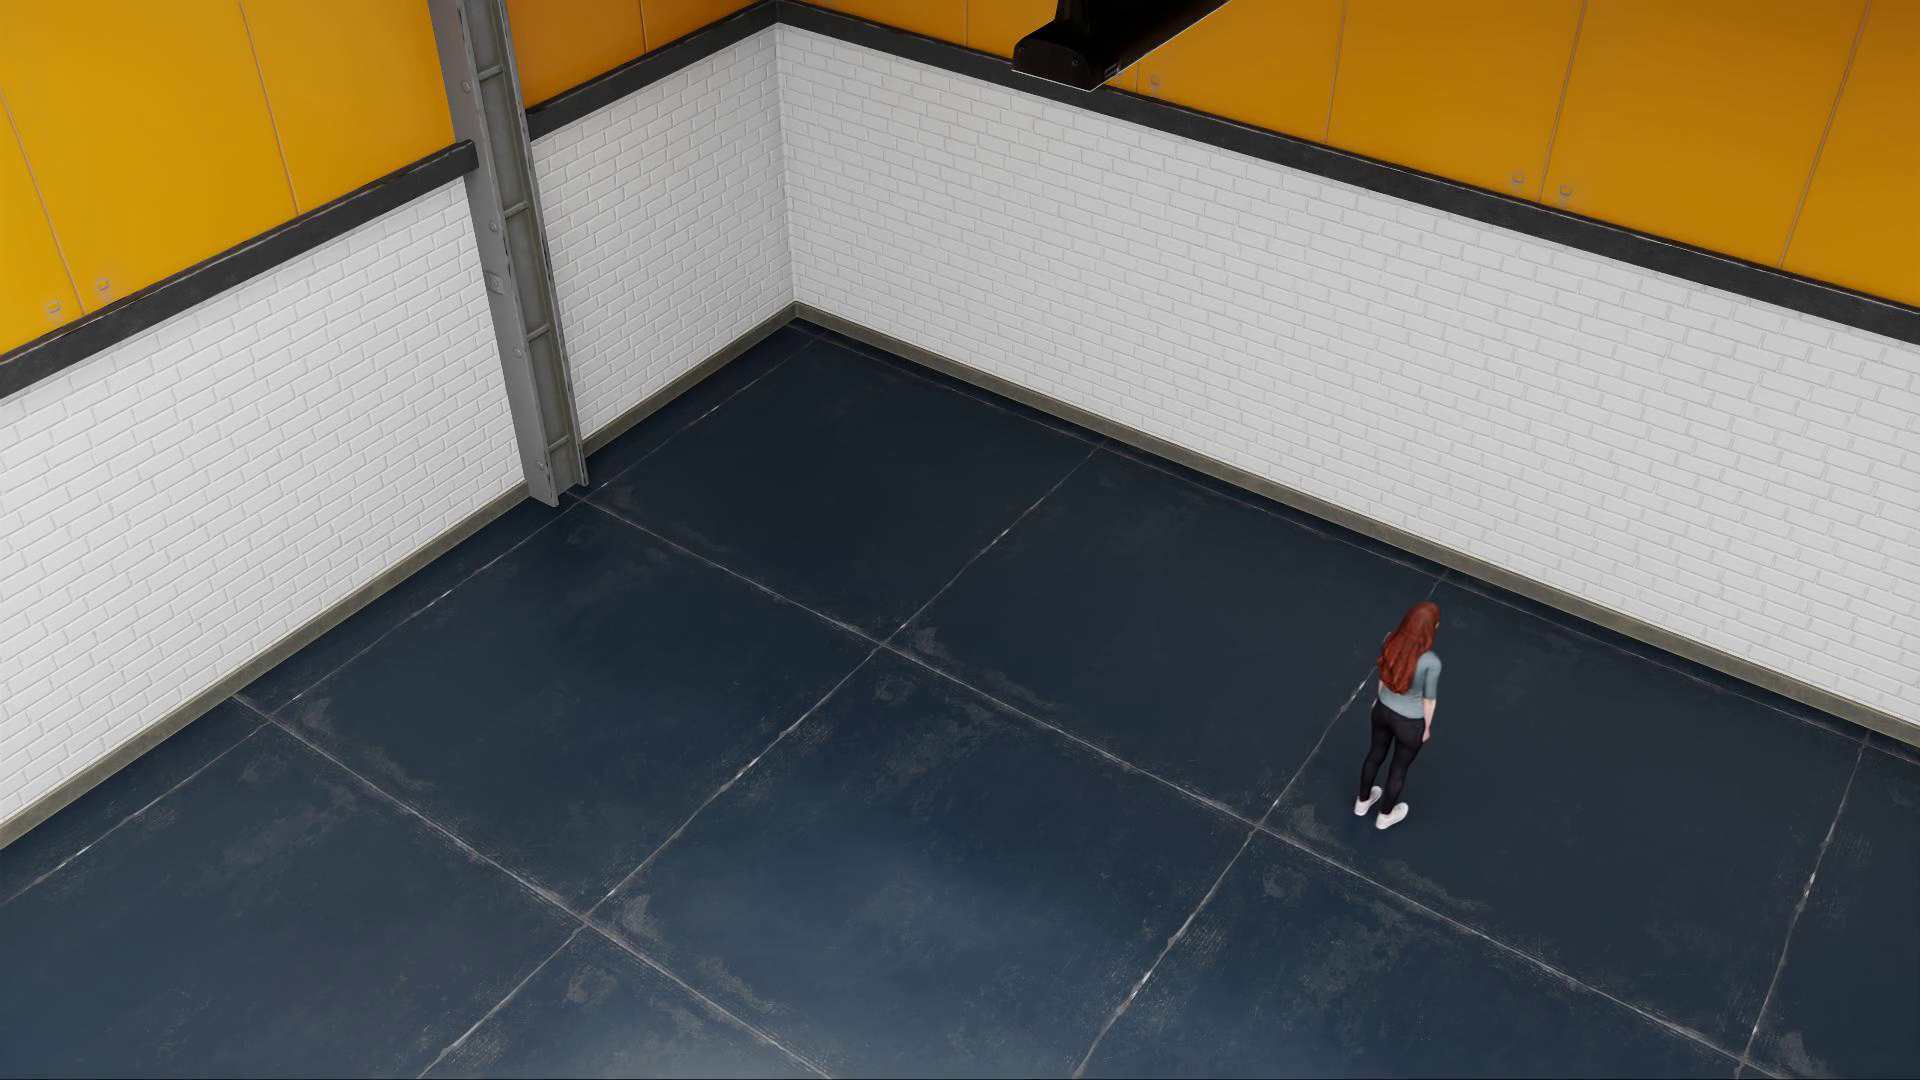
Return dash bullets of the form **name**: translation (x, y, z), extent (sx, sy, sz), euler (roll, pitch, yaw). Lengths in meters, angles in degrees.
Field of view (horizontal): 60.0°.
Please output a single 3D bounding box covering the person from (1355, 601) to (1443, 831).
- **person**: translation (2.681, 1.077, 10.134), extent (0.634, 1.742, 0.632), euler (-24, 45, -27)
